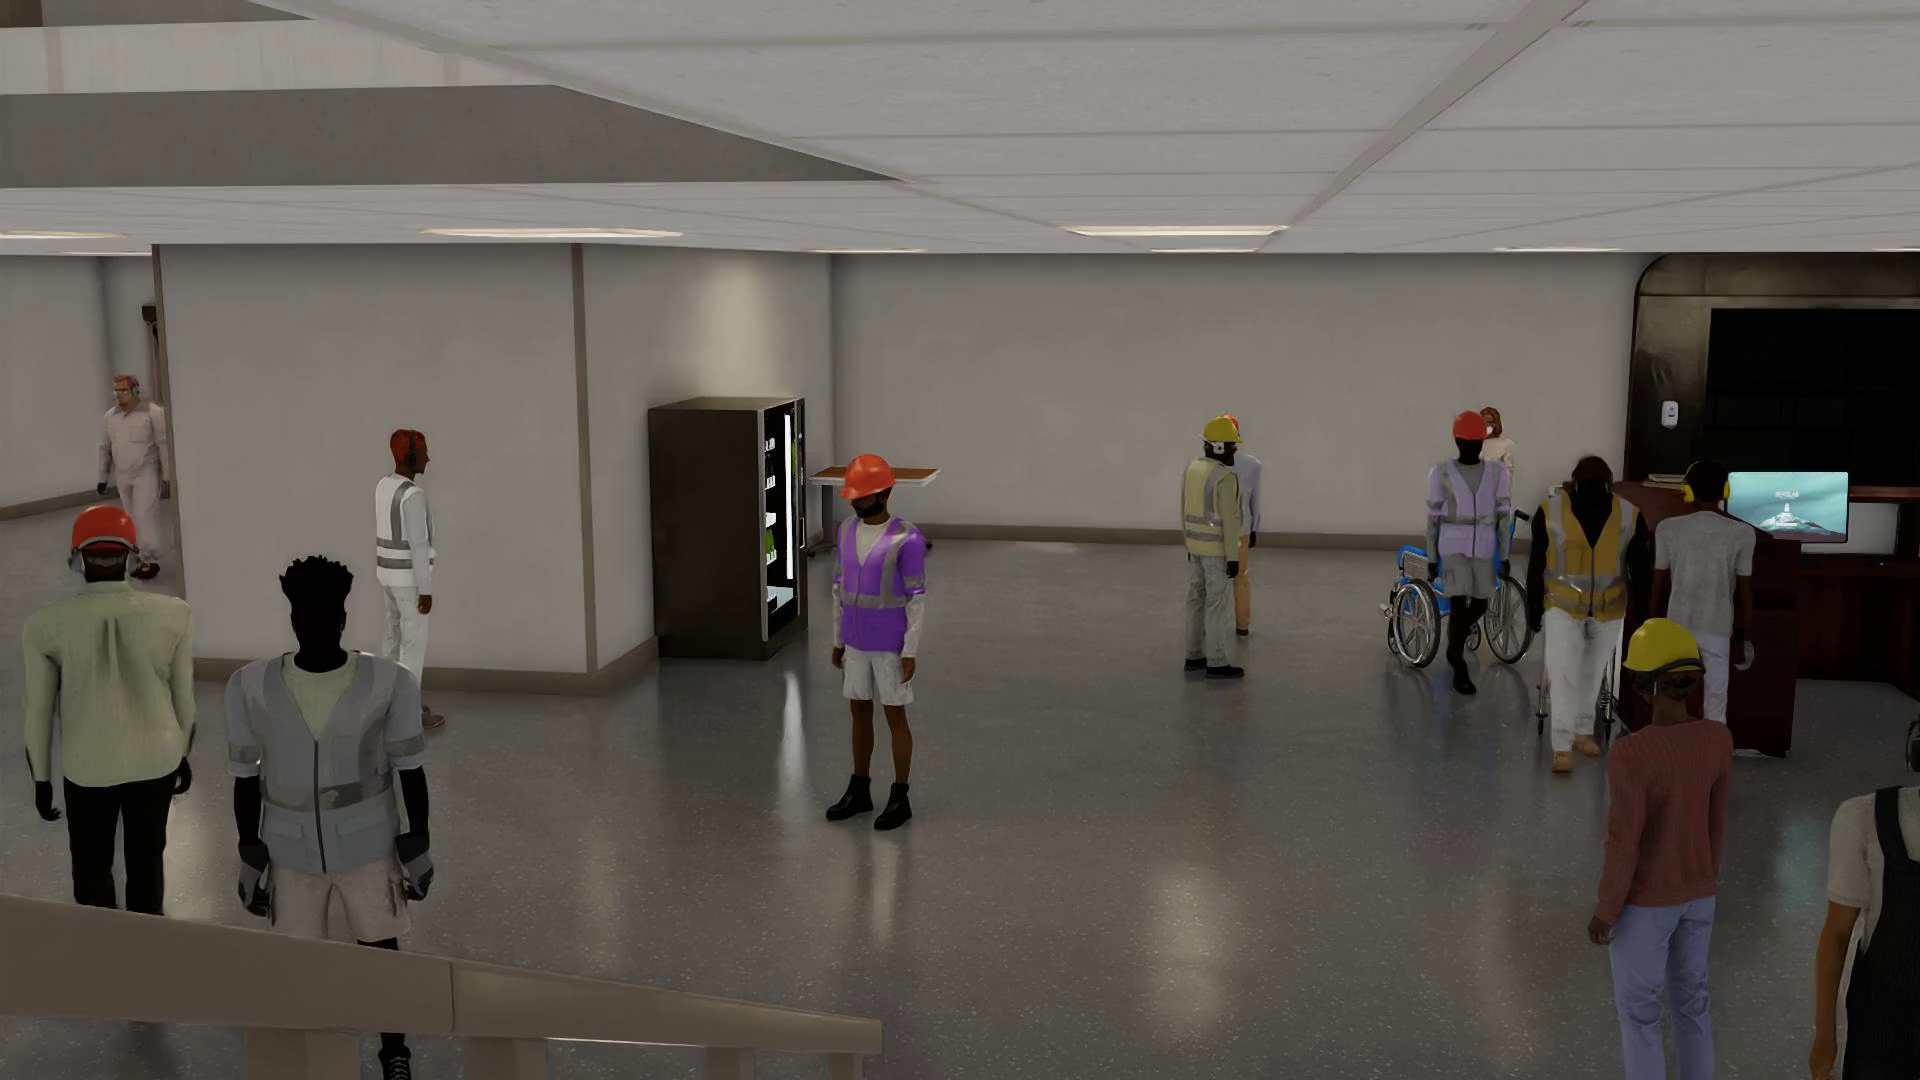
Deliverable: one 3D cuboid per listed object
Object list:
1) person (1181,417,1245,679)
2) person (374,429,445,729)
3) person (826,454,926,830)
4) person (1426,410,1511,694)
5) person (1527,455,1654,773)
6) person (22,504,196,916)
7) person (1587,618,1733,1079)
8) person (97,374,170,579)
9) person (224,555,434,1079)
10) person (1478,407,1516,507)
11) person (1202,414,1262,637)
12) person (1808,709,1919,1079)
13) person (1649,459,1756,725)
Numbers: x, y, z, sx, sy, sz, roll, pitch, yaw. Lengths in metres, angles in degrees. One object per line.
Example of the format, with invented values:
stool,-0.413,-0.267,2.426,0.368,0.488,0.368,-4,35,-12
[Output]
person,1.787,0.052,11.670,0.403,1.827,0.601,-4,10,-24
person,-3.436,0.248,10.340,0.341,1.878,0.577,-8,12,-40
person,-0.443,0.517,8.503,0.542,1.928,0.374,6,11,33
person,3.477,0.048,11.459,0.547,1.917,0.848,0,9,0
person,3.592,0.421,9.479,0.657,1.794,0.873,2,9,11
person,-3.189,0.858,6.310,0.610,1.965,0.684,-5,11,-30
person,2.202,1.121,5.286,0.532,1.765,0.328,-5,10,-28
person,-7.676,-0.579,15.370,0.686,1.887,0.619,2,9,12
person,-2.055,1.003,5.454,0.615,1.953,0.393,-2,9,-10
person,4.758,-0.395,15.074,0.504,1.628,0.285,5,11,30
person,2.057,-0.111,12.952,0.562,1.741,0.369,-1,9,-5
person,2.425,1.257,4.184,0.515,1.843,0.326,3,10,17
person,3.956,0.496,8.873,0.538,1.855,0.363,6,11,32
